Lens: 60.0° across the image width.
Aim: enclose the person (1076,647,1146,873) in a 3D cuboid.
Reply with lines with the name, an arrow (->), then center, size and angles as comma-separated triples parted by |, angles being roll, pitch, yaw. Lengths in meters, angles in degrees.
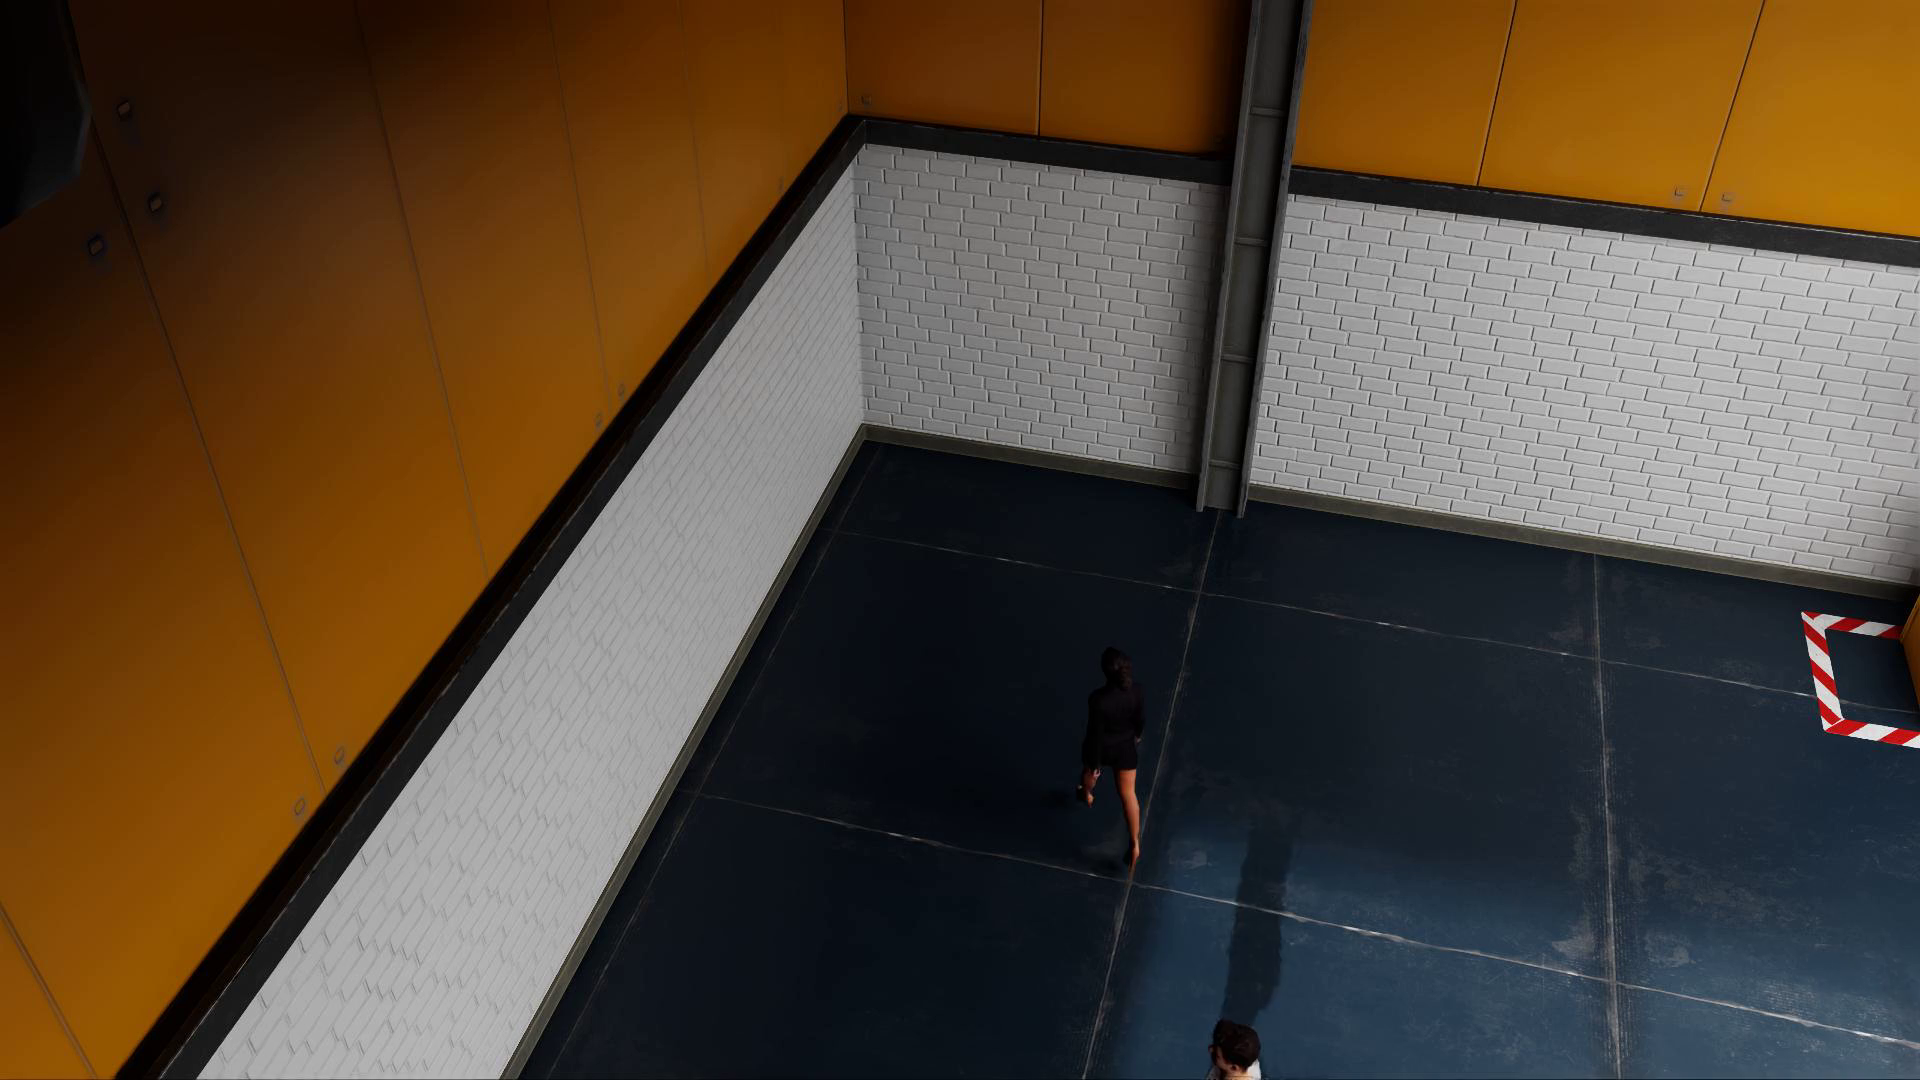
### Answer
person -> 1.000, 1.398, 10.507 | 1.061, 1.594, 0.997 | -11, 40, -13
